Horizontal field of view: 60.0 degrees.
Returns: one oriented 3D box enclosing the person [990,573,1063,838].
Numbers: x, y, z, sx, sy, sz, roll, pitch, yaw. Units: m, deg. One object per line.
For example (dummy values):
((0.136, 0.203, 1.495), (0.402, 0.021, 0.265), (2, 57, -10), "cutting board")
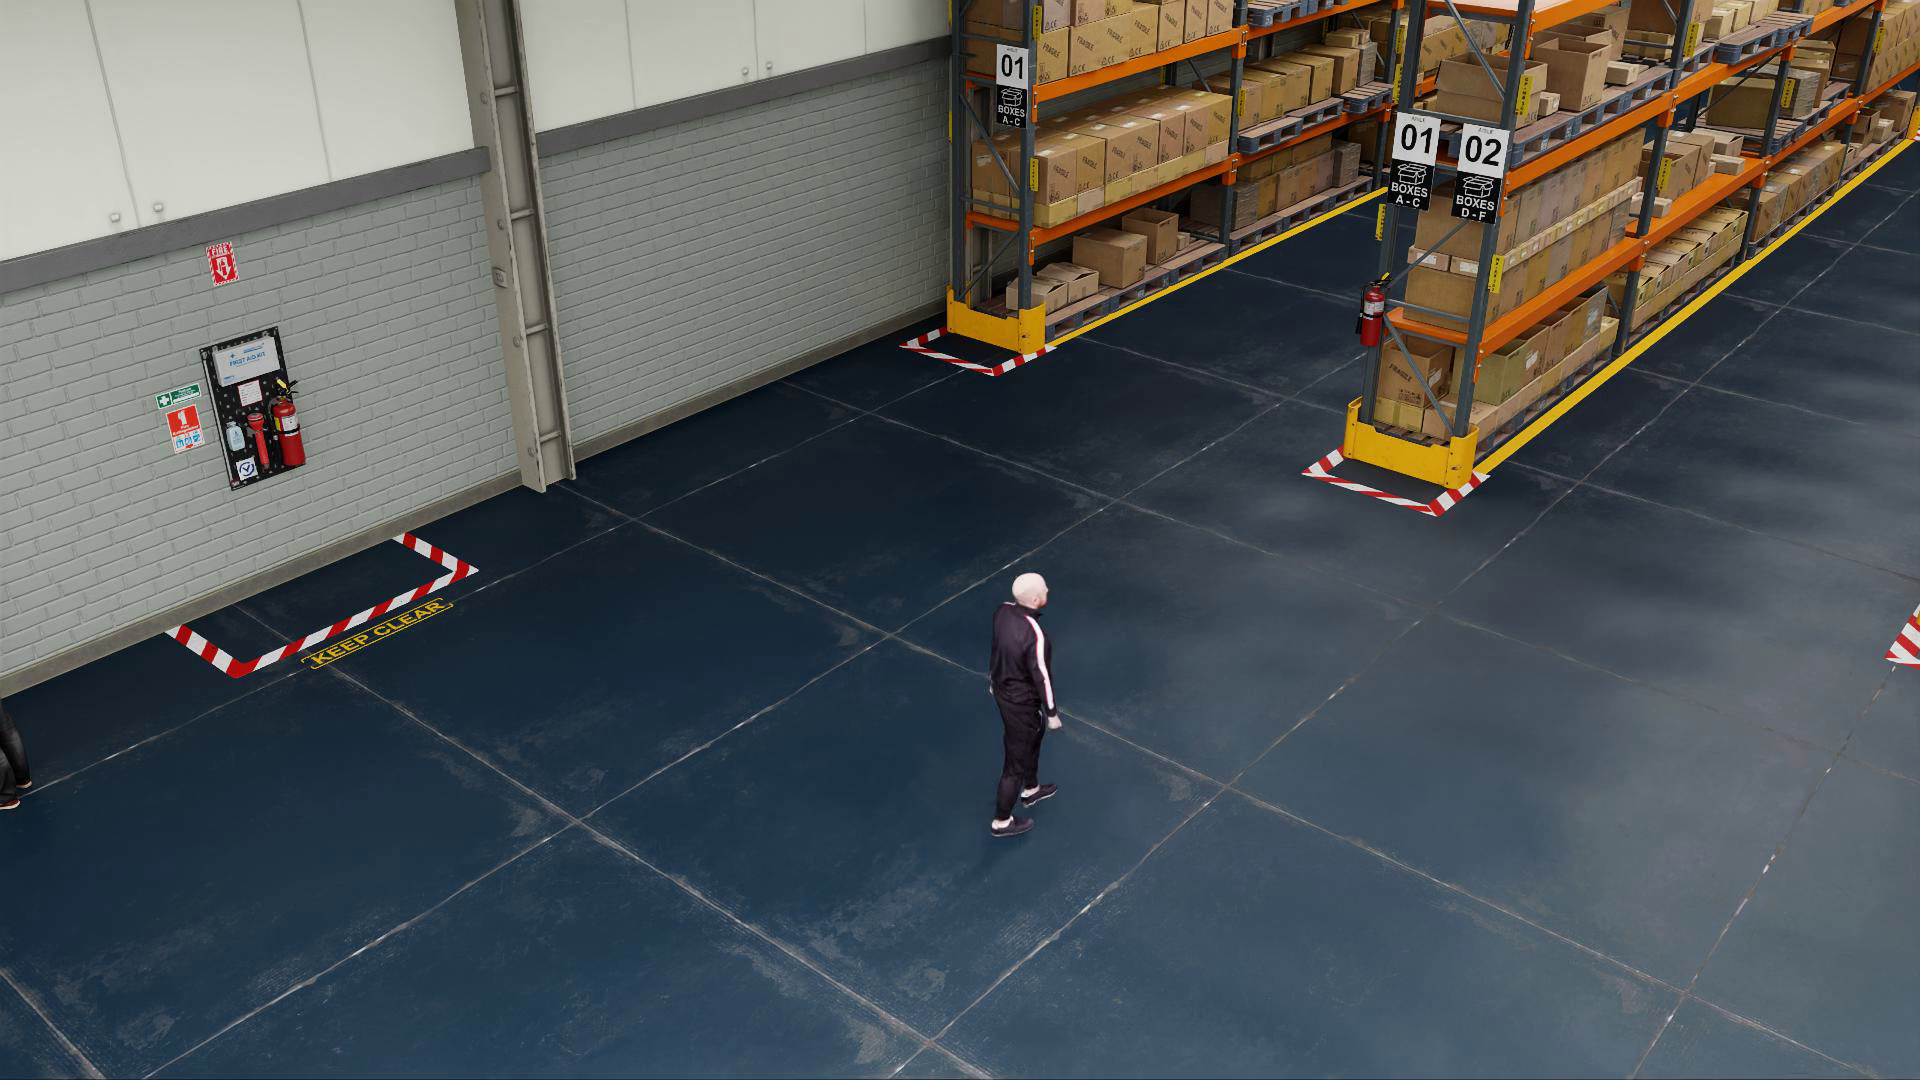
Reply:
((0.285, 1.035, 10.196), (0.947, 1.817, 0.871), (-13, 31, -22), "person")
